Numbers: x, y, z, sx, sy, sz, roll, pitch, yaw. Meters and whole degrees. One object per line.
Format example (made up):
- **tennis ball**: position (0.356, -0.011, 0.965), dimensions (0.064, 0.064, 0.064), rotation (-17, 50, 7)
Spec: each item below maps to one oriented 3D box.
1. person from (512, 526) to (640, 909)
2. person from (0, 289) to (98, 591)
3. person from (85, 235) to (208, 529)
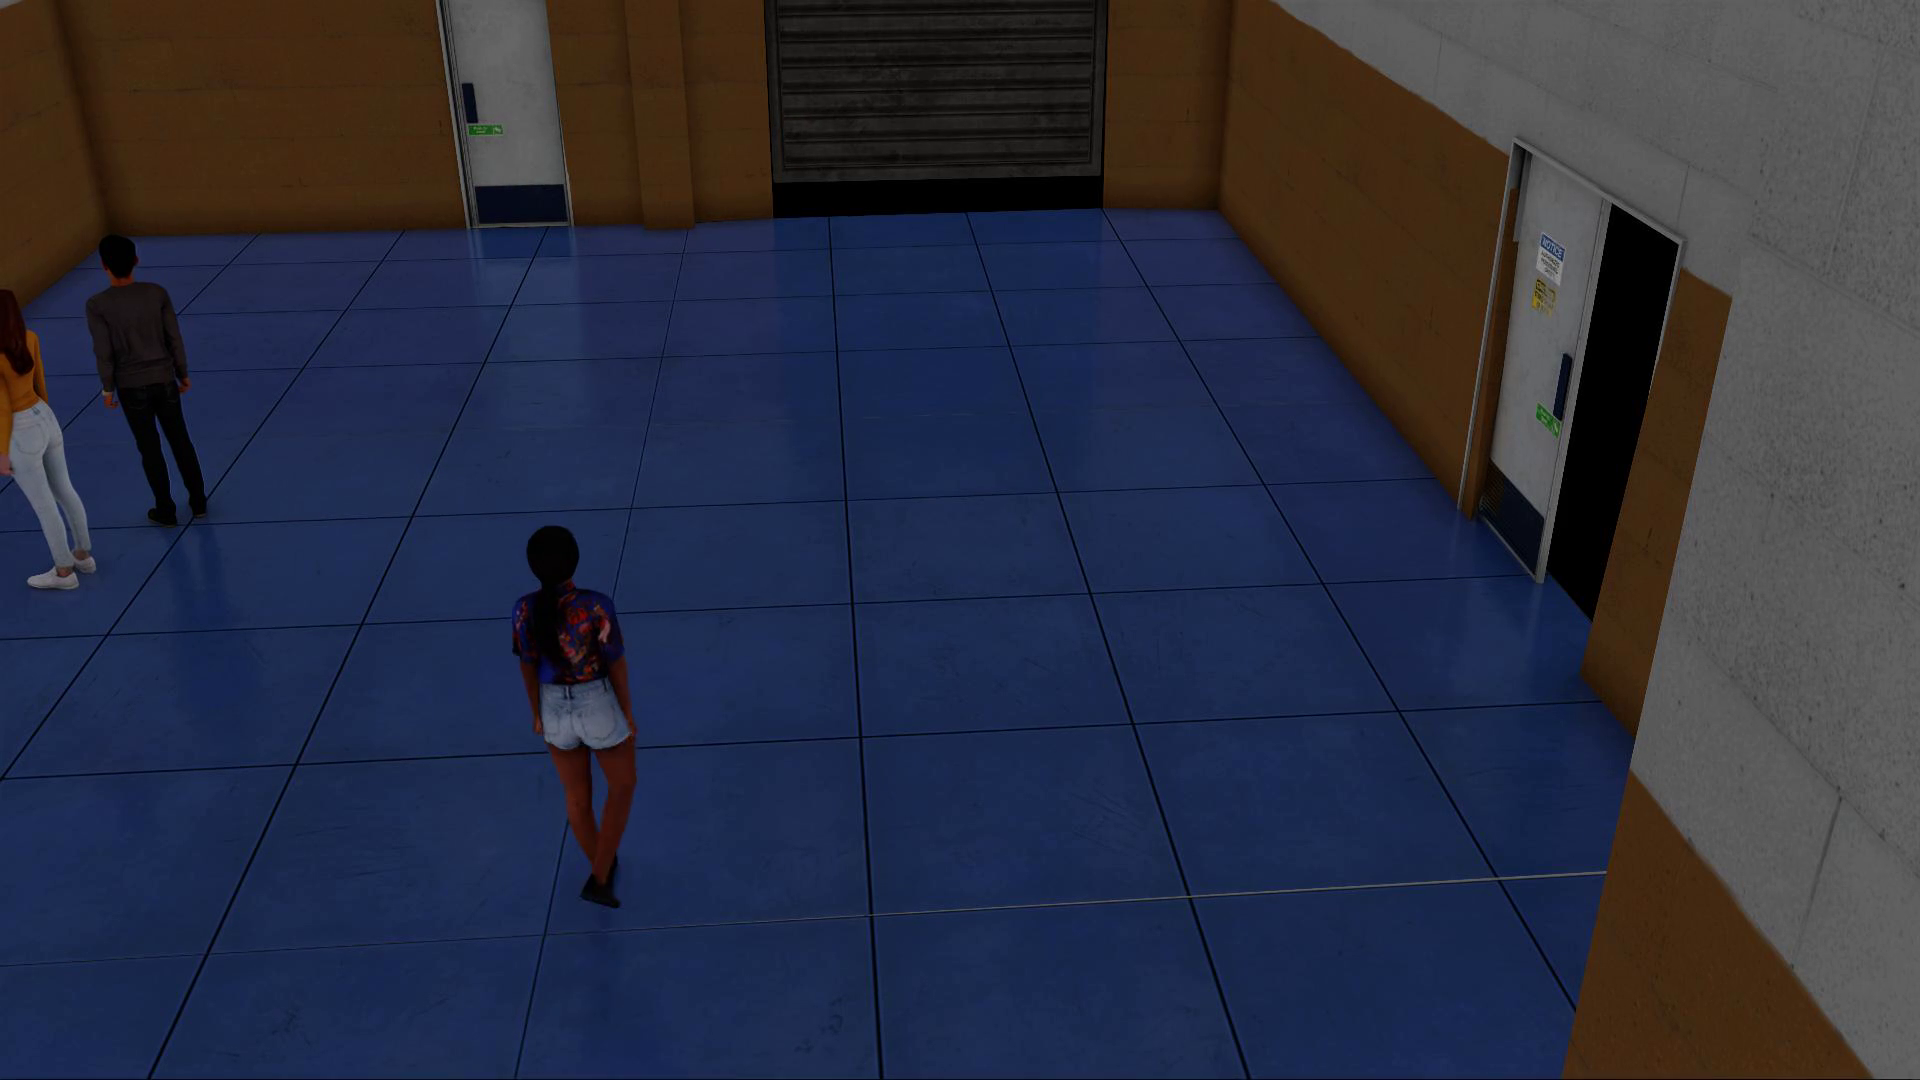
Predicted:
- **person**: position (-1.498, 0.756, 6.517), dimensions (0.776, 1.734, 0.726), rotation (2, 27, 3)
- **person**: position (-5.071, -0.558, 9.090), dimensions (0.638, 1.750, 0.645), rotation (4, 27, 9)
- **person**: position (-4.792, -0.924, 9.792), dimensions (0.679, 1.767, 0.772), rotation (3, 27, 5)
